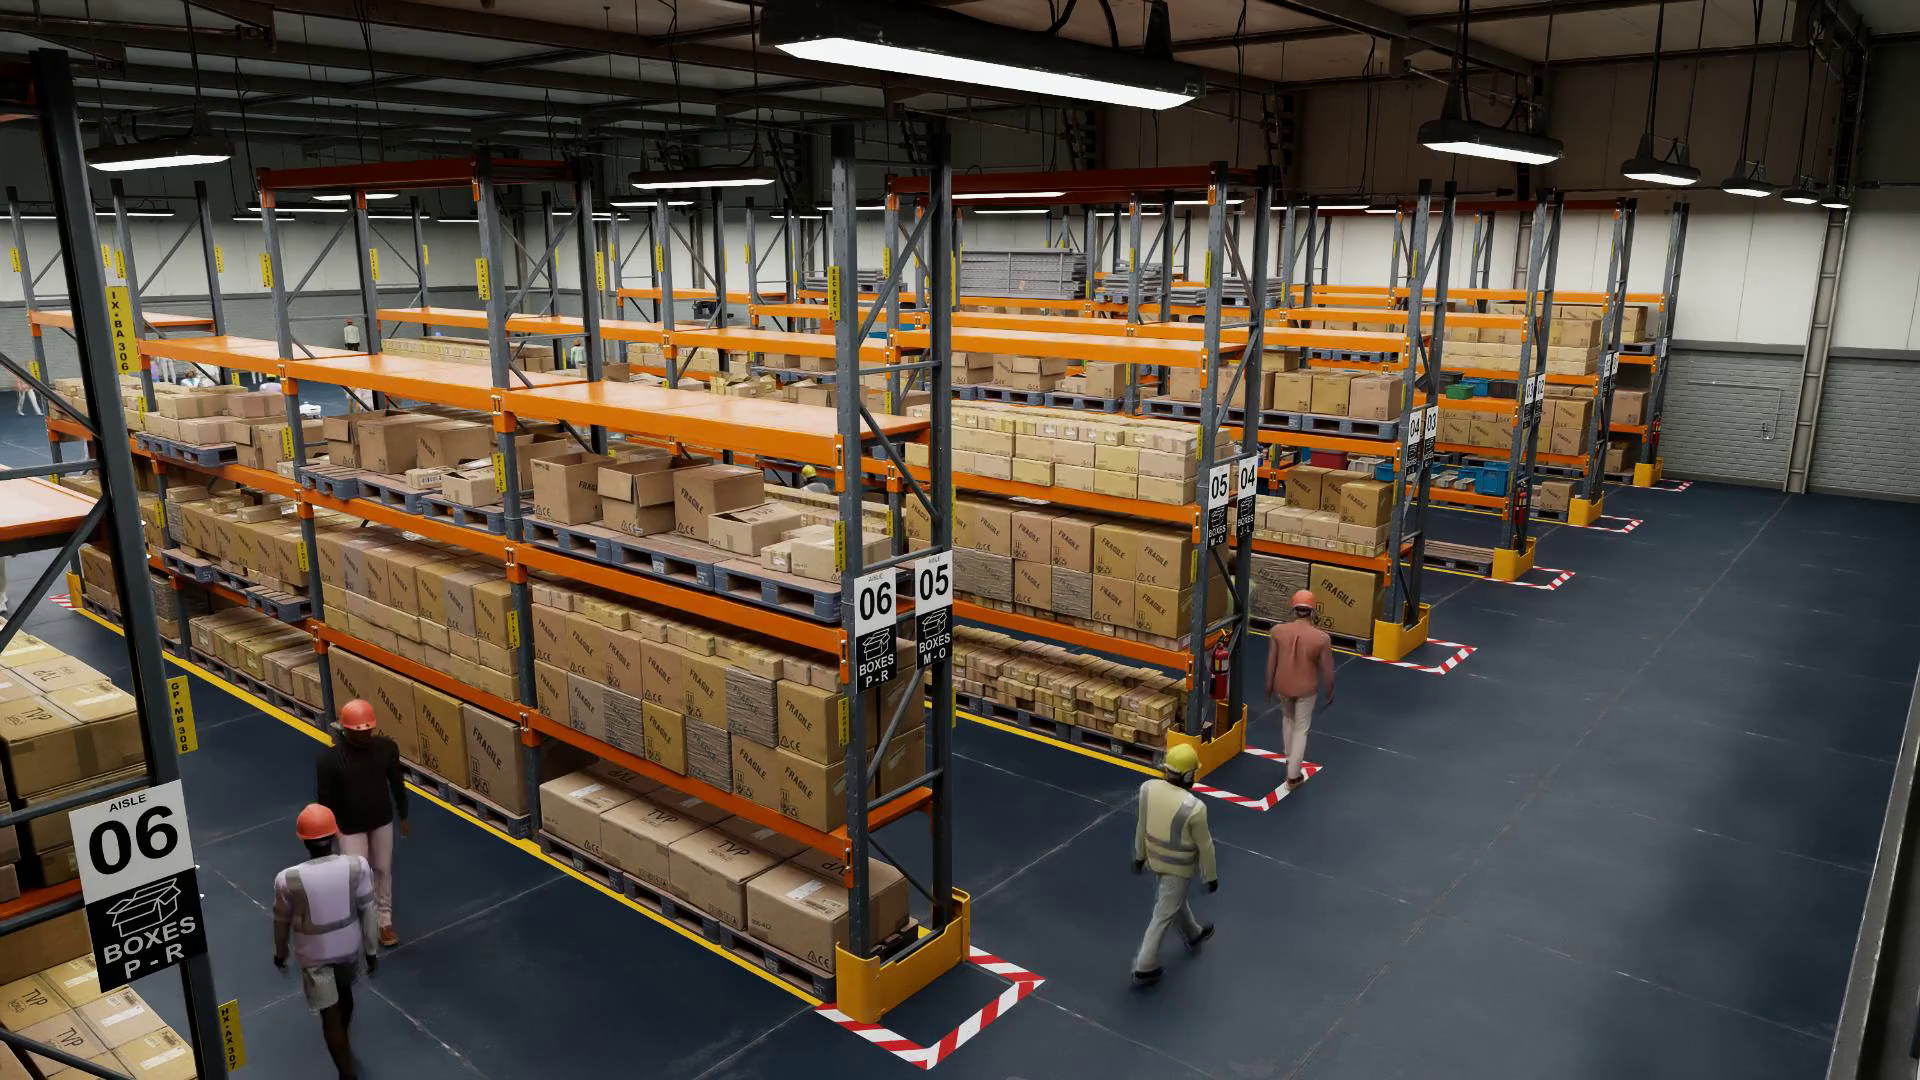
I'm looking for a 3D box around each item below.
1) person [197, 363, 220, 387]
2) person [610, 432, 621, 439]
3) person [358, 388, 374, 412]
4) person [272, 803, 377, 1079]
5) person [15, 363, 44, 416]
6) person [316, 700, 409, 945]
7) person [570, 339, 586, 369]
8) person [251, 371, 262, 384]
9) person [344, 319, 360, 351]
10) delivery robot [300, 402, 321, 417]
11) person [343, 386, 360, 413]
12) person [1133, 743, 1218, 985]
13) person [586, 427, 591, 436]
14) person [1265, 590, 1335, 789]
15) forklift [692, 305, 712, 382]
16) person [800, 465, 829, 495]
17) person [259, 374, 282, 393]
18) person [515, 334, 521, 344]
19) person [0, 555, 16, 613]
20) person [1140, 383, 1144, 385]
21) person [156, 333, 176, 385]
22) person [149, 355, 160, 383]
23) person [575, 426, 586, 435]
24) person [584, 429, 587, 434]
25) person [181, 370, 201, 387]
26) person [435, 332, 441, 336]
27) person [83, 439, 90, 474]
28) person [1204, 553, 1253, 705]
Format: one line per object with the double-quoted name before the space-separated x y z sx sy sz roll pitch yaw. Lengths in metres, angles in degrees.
"person" -22.602 -4.704 37.806 0.820 2.014 0.604 6 15 23
"person" -8.985 -3.660 33.905 0.985 1.828 0.517 -9 16 -34
"person" -15.532 -3.550 33.302 0.658 1.887 0.661 -5 15 -21
"person" -4.023 2.598 8.037 0.562 1.891 1.017 -12 18 -40
"person" -28.188 -4.533 37.958 0.870 1.594 0.534 3 14 14
"person" -4.526 2.159 9.613 0.644 1.982 0.424 -13 19 -43
"person" -14.057 -6.556 46.228 0.527 1.600 0.740 -12 18 -40
"person" -25.888 -6.535 46.121 0.517 1.631 0.387 -3 14 -14
"person" -25.195 -8.194 52.177 0.384 1.993 0.623 11 17 37
"delivery robot" -19.228 -3.818 37.073 0.477 0.478 0.707 11 17 38
"person" -17.940 -4.499 37.215 0.548 1.877 0.902 -8 16 -29
"person" 1.621 2.344 9.273 0.947 1.777 0.619 -10 17 -35
"person" -9.186 -3.056 31.215 0.483 1.917 0.630 -13 19 -43
"person" 3.431 1.446 12.596 0.659 1.953 0.847 9 16 32
"forklift" -9.511 -7.392 47.124 1.873 2.768 1.129 11 17 38
"person" -2.358 -0.301 20.083 0.613 1.815 0.425 -12 18 -41
"person" -17.981 -3.490 33.006 0.606 1.909 0.417 -10 17 -35
"person" -16.895 -7.113 48.441 0.874 1.658 0.528 -4 14 -15
"person" -14.197 0.086 18.481 0.535 1.832 0.951 -12 18 -41
"person" 4.566 -3.275 32.085 0.571 1.923 0.398 -7 15 -27
"person" -28.464 -6.454 45.137 0.358 1.937 0.636 11 17 37
"person" -25.361 -5.015 39.475 0.837 1.824 0.575 -1 14 -6
"person" -9.443 -3.106 31.451 0.604 1.892 0.993 -12 18 -41
"person" -10.264 -3.894 34.679 0.405 1.909 0.666 11 17 37
"person" -21.768 -4.028 35.809 0.529 1.619 0.530 9 17 34
"person" -18.849 -6.591 45.738 0.601 1.923 0.876 -6 15 -22
"person" -19.104 -2.188 27.945 0.987 1.780 0.641 -1 14 -4
"person" 3.075 1.045 14.554 0.626 1.816 0.444 -7 15 -25
